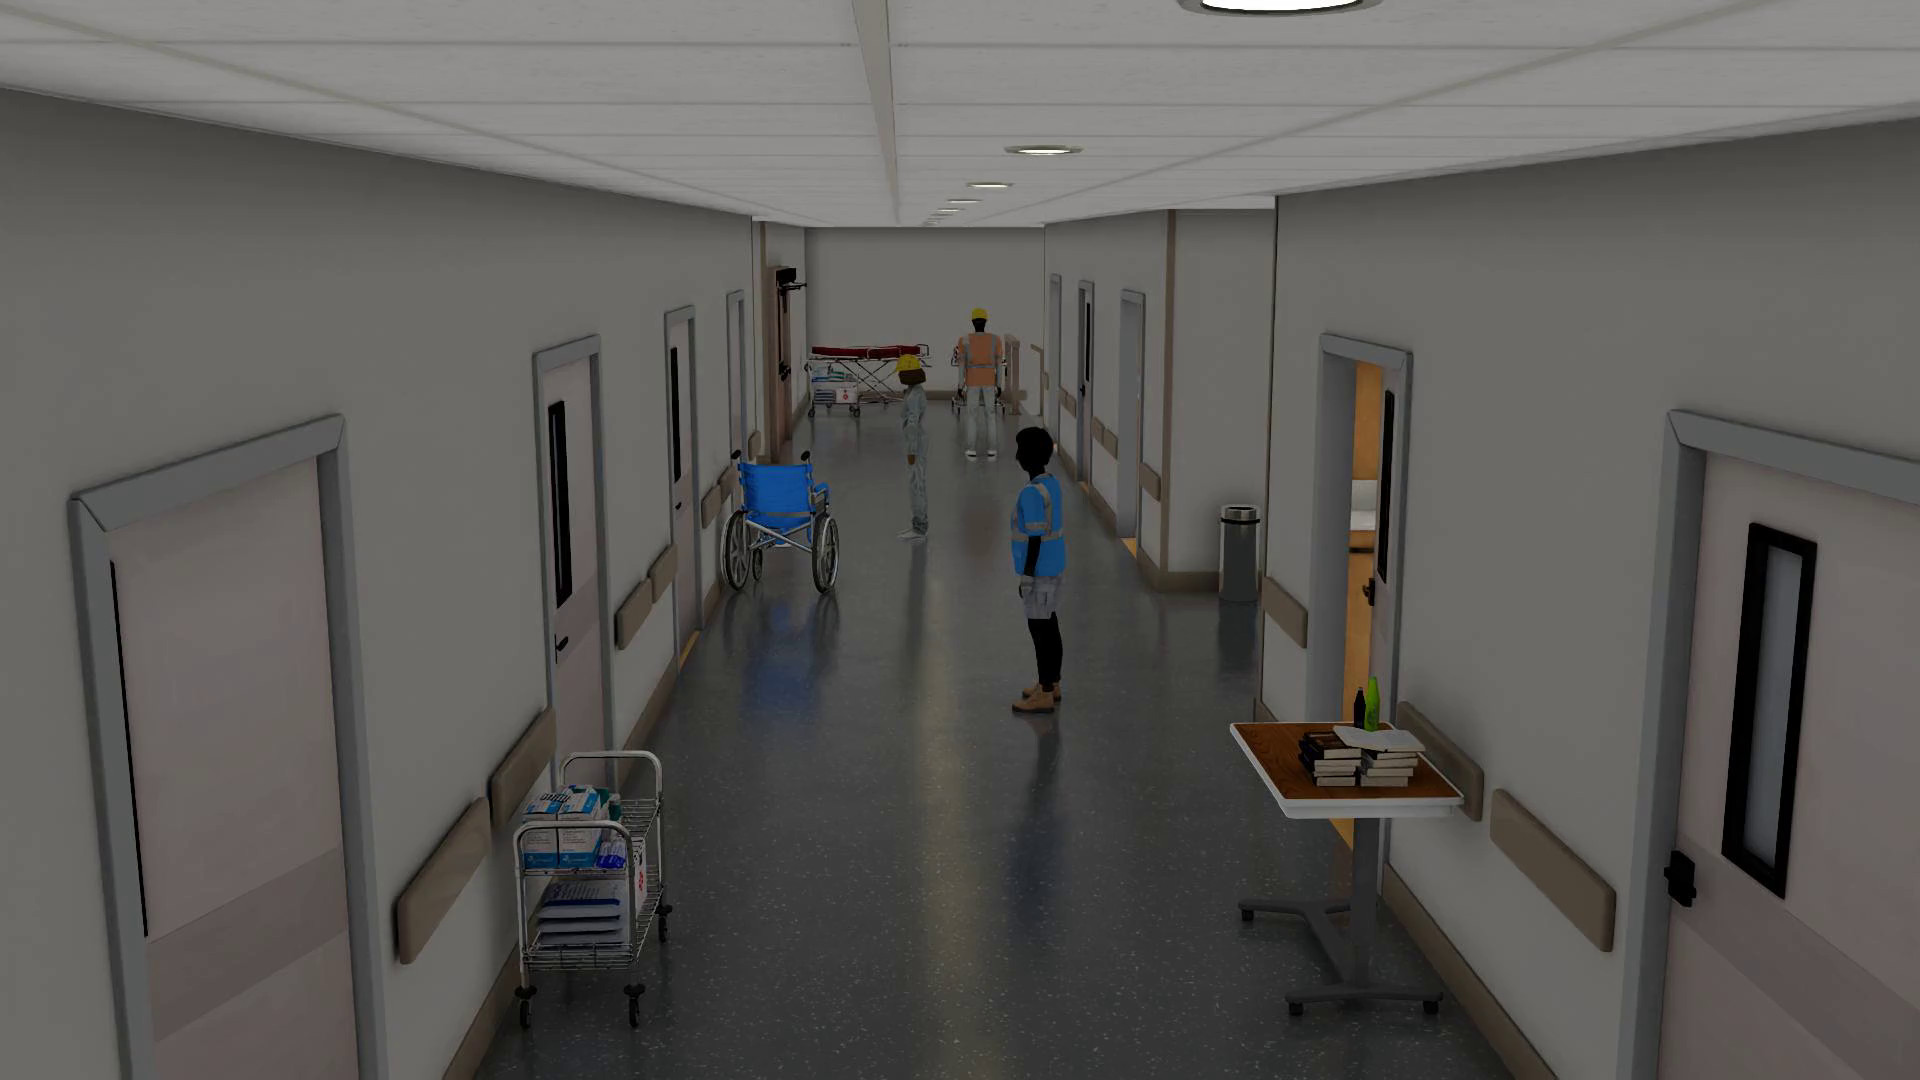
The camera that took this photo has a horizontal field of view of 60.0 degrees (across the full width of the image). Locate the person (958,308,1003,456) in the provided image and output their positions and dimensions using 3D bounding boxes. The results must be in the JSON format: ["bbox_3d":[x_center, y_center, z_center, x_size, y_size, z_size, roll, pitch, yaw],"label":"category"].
[{"bbox_3d":[0.257,-2.036,21.549,0.586,1.917,0.381,-1,10,-6],"label":"person"}]

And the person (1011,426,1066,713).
[{"bbox_3d":[0.460,0.174,9.841,0.319,1.698,0.539,3,11,16],"label":"person"}]

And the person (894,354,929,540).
[{"bbox_3d":[-0.456,-0.869,15.559,0.326,1.737,0.486,0,10,3],"label":"person"}]
